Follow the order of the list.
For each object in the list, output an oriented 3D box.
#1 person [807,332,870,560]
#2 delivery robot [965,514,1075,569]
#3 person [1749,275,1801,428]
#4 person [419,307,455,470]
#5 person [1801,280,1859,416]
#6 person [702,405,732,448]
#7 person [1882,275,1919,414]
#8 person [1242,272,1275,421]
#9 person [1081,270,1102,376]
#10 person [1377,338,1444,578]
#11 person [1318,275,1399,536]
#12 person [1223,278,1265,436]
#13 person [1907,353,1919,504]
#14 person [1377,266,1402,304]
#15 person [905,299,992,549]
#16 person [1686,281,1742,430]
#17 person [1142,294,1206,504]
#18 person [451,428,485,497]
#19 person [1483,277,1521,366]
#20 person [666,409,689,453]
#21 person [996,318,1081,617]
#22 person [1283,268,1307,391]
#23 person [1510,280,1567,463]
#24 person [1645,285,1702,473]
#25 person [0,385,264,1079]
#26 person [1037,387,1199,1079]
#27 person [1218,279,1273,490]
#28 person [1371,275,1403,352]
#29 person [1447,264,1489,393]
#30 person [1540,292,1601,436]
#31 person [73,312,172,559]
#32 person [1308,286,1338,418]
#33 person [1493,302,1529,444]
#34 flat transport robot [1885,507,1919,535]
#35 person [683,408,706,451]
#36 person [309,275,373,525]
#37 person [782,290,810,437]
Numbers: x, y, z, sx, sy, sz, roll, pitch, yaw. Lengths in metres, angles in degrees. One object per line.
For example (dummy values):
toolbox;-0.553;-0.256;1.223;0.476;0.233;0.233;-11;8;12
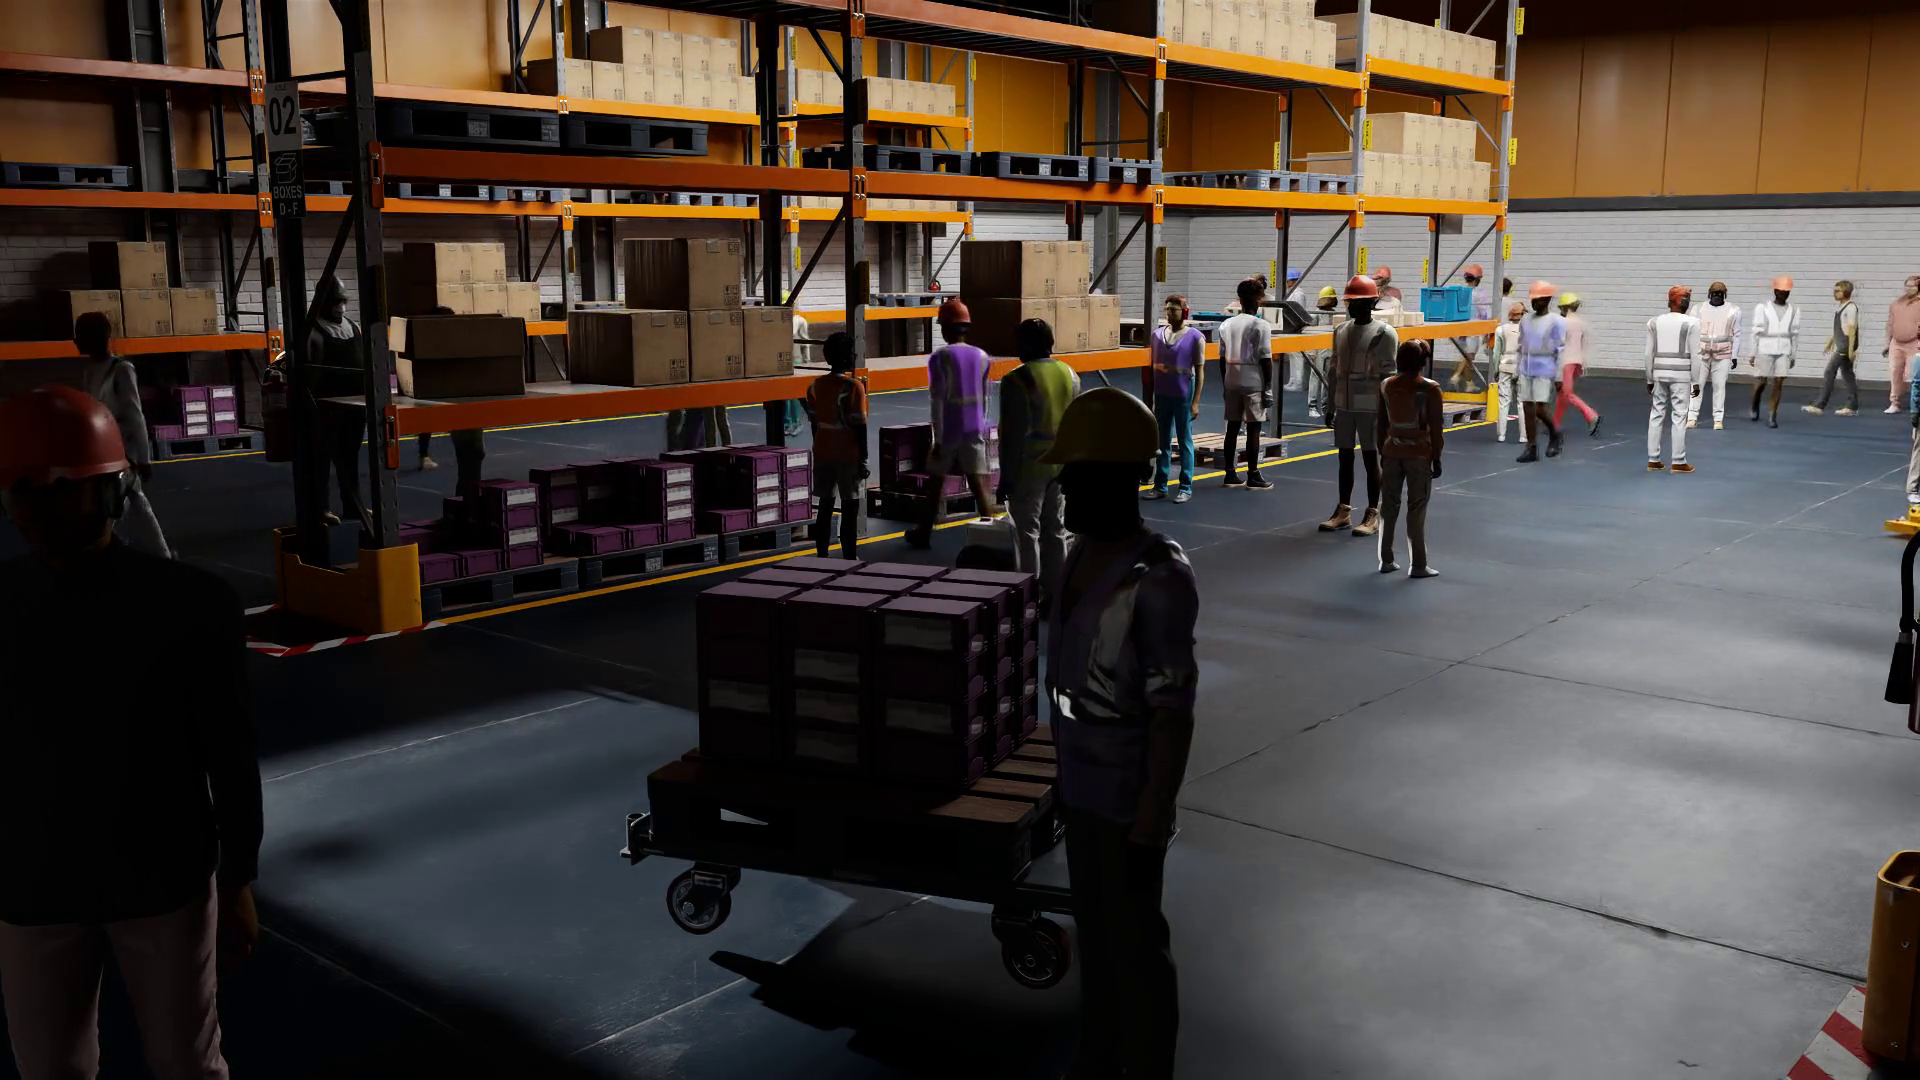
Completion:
person;-0.807;-0.553;11.237;0.535;1.697;0.318;9;13;41
delivery robot;0.405;-0.014;11.148;0.707;0.478;0.477;5;11;26
person;10.258;-2.378;20.980;0.578;1.924;0.533;2;10;9
person;-5.300;-1.565;17.109;0.543;1.643;0.858;3;10;18
person;11.791;-2.582;22.441;0.832;1.811;0.521;4;11;20
person;-2.422;-1.520;16.277;0.334;1.862;0.517;-10;14;-44
person;12.953;-2.661;22.679;0.563;1.889;0.658;-6;12;-31
person;3.870;-2.517;21.725;0.636;1.938;0.355;1;10;7
person;2.207;-3.848;29.471;0.637;1.904;1.017;5;11;25
person;3.084;-0.560;11.427;0.308;1.645;0.515;-9;13;-40
person;3.125;-1.052;13.089;0.373;2.043;0.615;-8;13;-40
person;3.458;-2.199;20.047;0.402;1.901;0.650;-8;13;-37
person;8.633;-1.121;14.661;0.509;1.629;0.315;1;10;4
person;6.995;-3.551;27.562;0.615;1.966;0.887;-1;10;-5
person;-0.039;-0.816;12.211;0.560;1.882;0.969;-6;12;-31
person;9.385;-2.296;20.758;0.622;1.842;0.429;5;11;26
person;1.912;-1.252;14.779;0.567;1.850;0.389;8;13;39
person;-3.658;-0.735;12.445;0.284;1.636;0.500;-6;11;-29
person;7.878;-2.884;24.119;0.555;1.841;0.700;3;10;16
person;-2.854;-1.634;17.088;0.463;1.801;0.611;-6;12;-32
person;0.439;-0.409;10.002;0.429;1.842;0.635;9;14;43
person;5.281;-3.325;26.304;0.404;1.945;0.615;0;10;1
person;6.100;-1.768;17.511;0.474;1.922;0.552;-6;12;-30
person;7.172;-1.613;16.730;0.354;1.887;0.573;-8;13;-37
person;-1.721;0.686;3.331;0.618;1.994;0.380;-2;10;-12
person;0.363;0.591;4.065;0.368;1.928;0.585;-3;10;-18
person;2.684;-1.446;15.549;0.367;1.967;0.606;-9;13;-40
person;5.518;-2.564;22.096;0.650;1.904;0.401;7;12;33
person;7.829;-3.245;25.693;0.949;2.015;0.619;-9;13;-40
person;7.349;-2.090;19.887;0.558;1.727;0.758;-7;12;-34
person;-5.630;-0.557;10.858;0.614;1.832;0.984;9;13;41
person;4.892;-2.510;22.245;0.493;1.743;0.297;-6;11;-29
person;6.424;-1.930;19.250;0.515;1.636;0.315;6;12;31
flat transport robot;8.069;-0.166;13.089;1.431;0.197;0.652;-4;11;-24
person;-2.563;-1.611;16.732;0.720;1.878;0.666;-9;14;-43
person;-5.096;-1.153;13.669;0.535;2.000;0.687;5;11;26
person;-2.096;-2.105;19.904;0.551;1.741;0.630;1;10;8
